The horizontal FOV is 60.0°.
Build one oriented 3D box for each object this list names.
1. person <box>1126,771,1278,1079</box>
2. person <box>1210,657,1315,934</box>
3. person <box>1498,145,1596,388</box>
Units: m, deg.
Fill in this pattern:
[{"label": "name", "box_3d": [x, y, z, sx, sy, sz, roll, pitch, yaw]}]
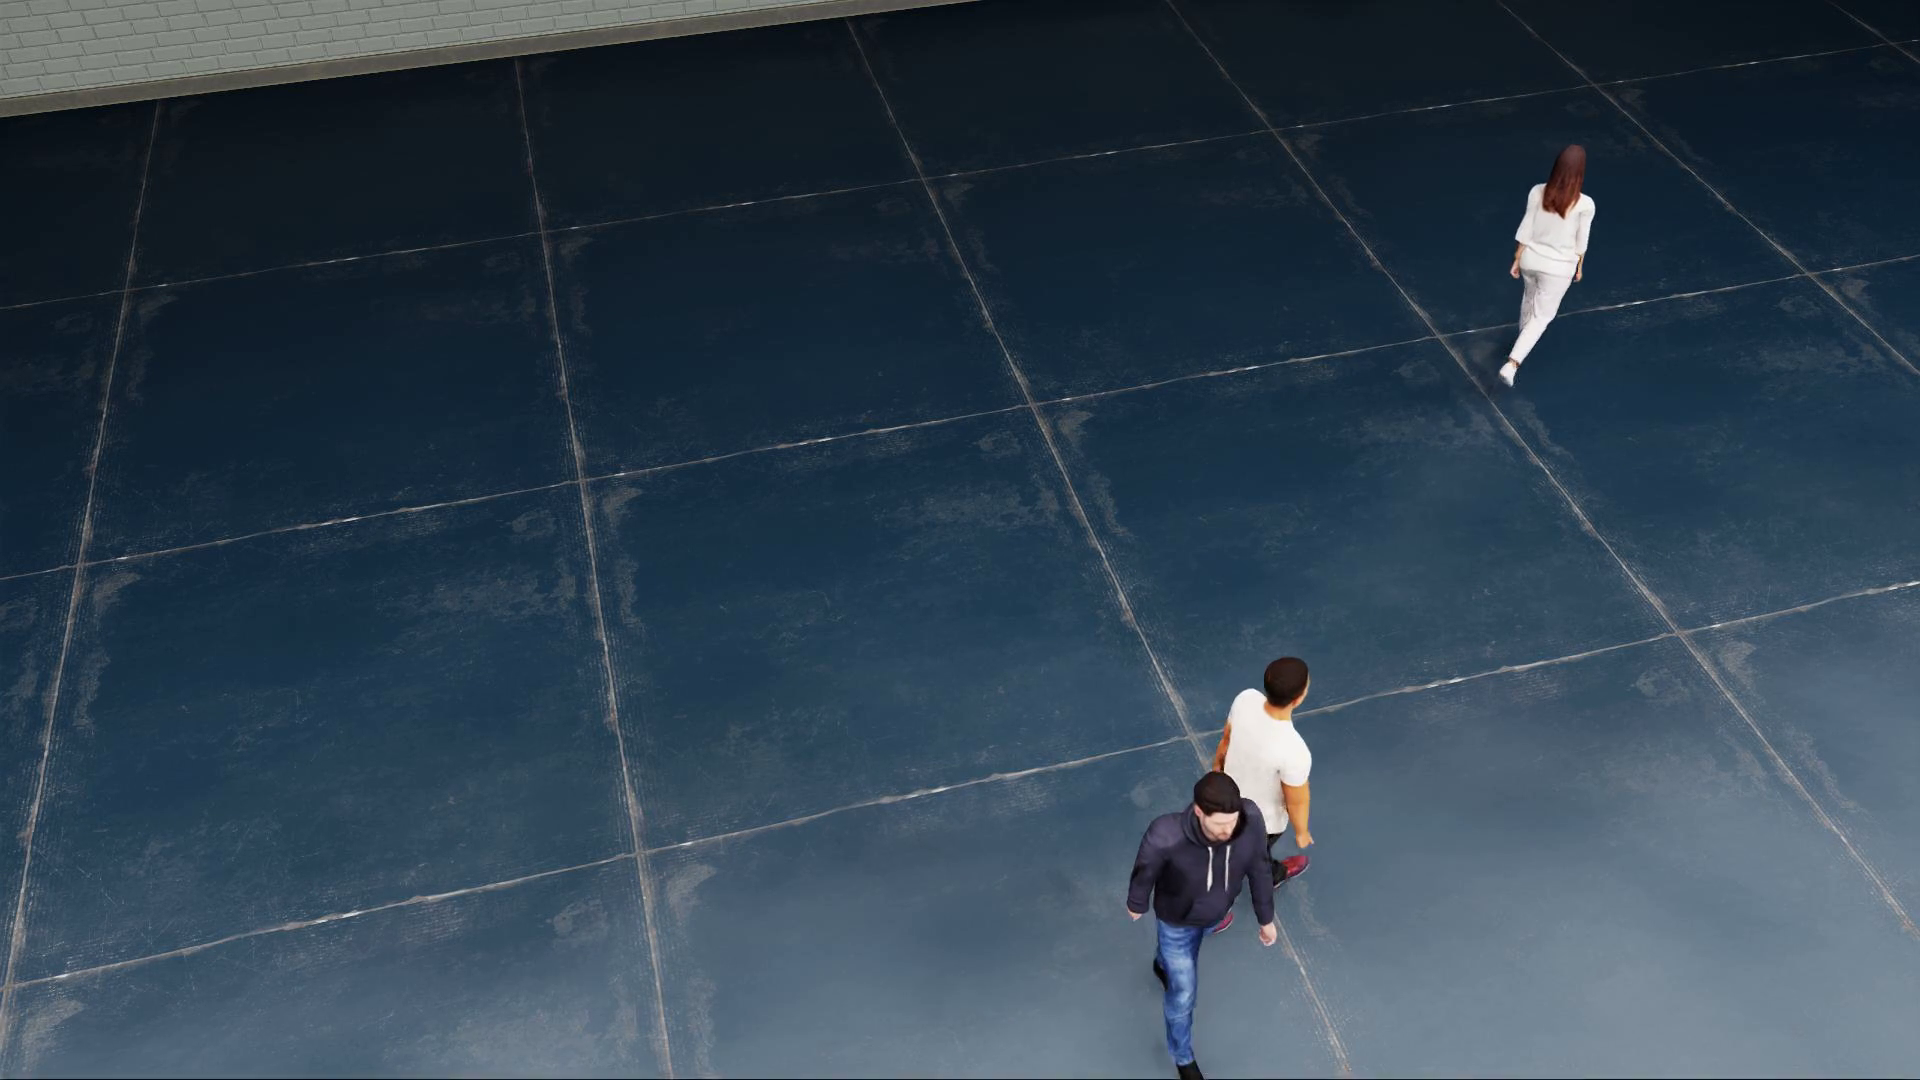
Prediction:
[{"label": "person", "box_3d": [0.976, 1.497, 7.226, 0.777, 1.853, 1.059, -17, 46, -17]}, {"label": "person", "box_3d": [1.247, 1.236, 7.566, 0.852, 1.769, 0.995, -18, 46, -18]}, {"label": "person", "box_3d": [3.814, -1.760, 10.854, 1.059, 1.661, 1.030, 30, 51, 28]}]
